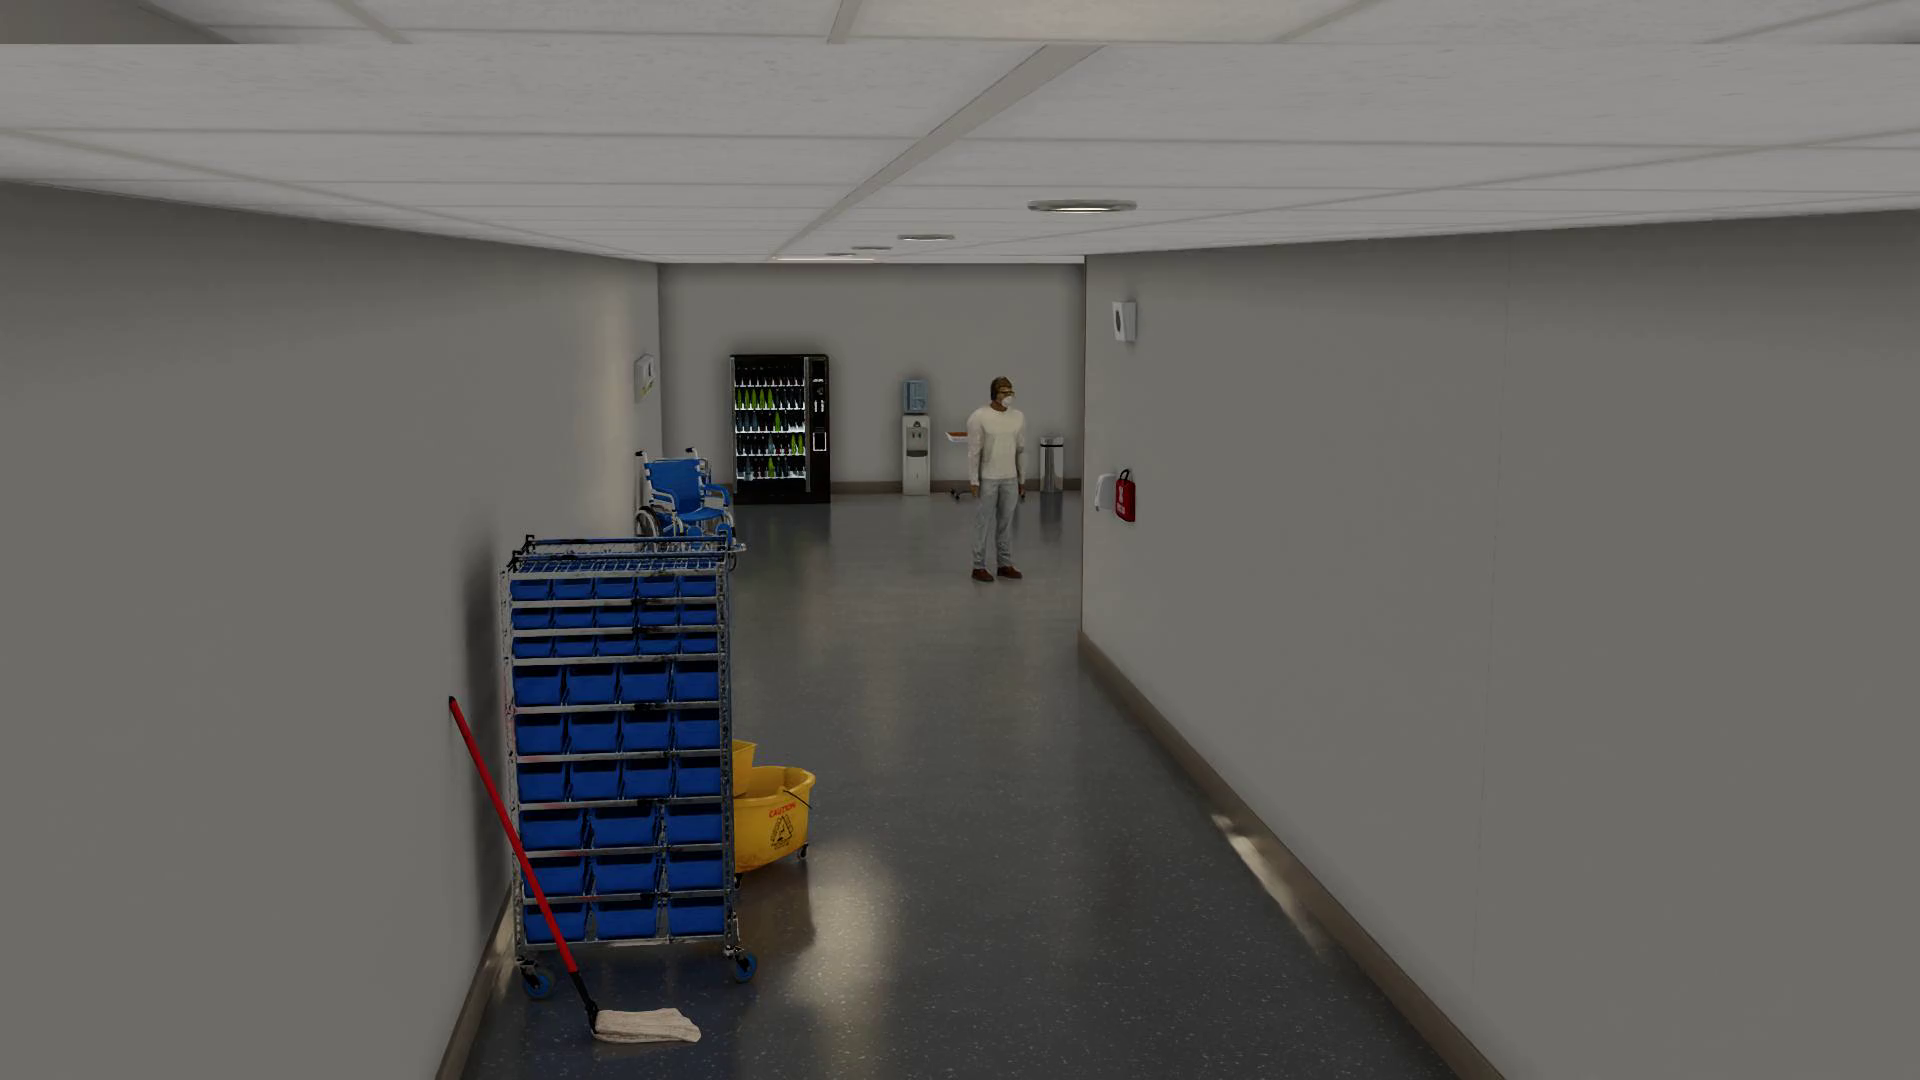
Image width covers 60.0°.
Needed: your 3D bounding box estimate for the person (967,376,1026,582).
[{"bbox_3d":[0.350,-0.572,15.648,0.628,1.932,0.372,-6,11,-31],"label":"person"}]
